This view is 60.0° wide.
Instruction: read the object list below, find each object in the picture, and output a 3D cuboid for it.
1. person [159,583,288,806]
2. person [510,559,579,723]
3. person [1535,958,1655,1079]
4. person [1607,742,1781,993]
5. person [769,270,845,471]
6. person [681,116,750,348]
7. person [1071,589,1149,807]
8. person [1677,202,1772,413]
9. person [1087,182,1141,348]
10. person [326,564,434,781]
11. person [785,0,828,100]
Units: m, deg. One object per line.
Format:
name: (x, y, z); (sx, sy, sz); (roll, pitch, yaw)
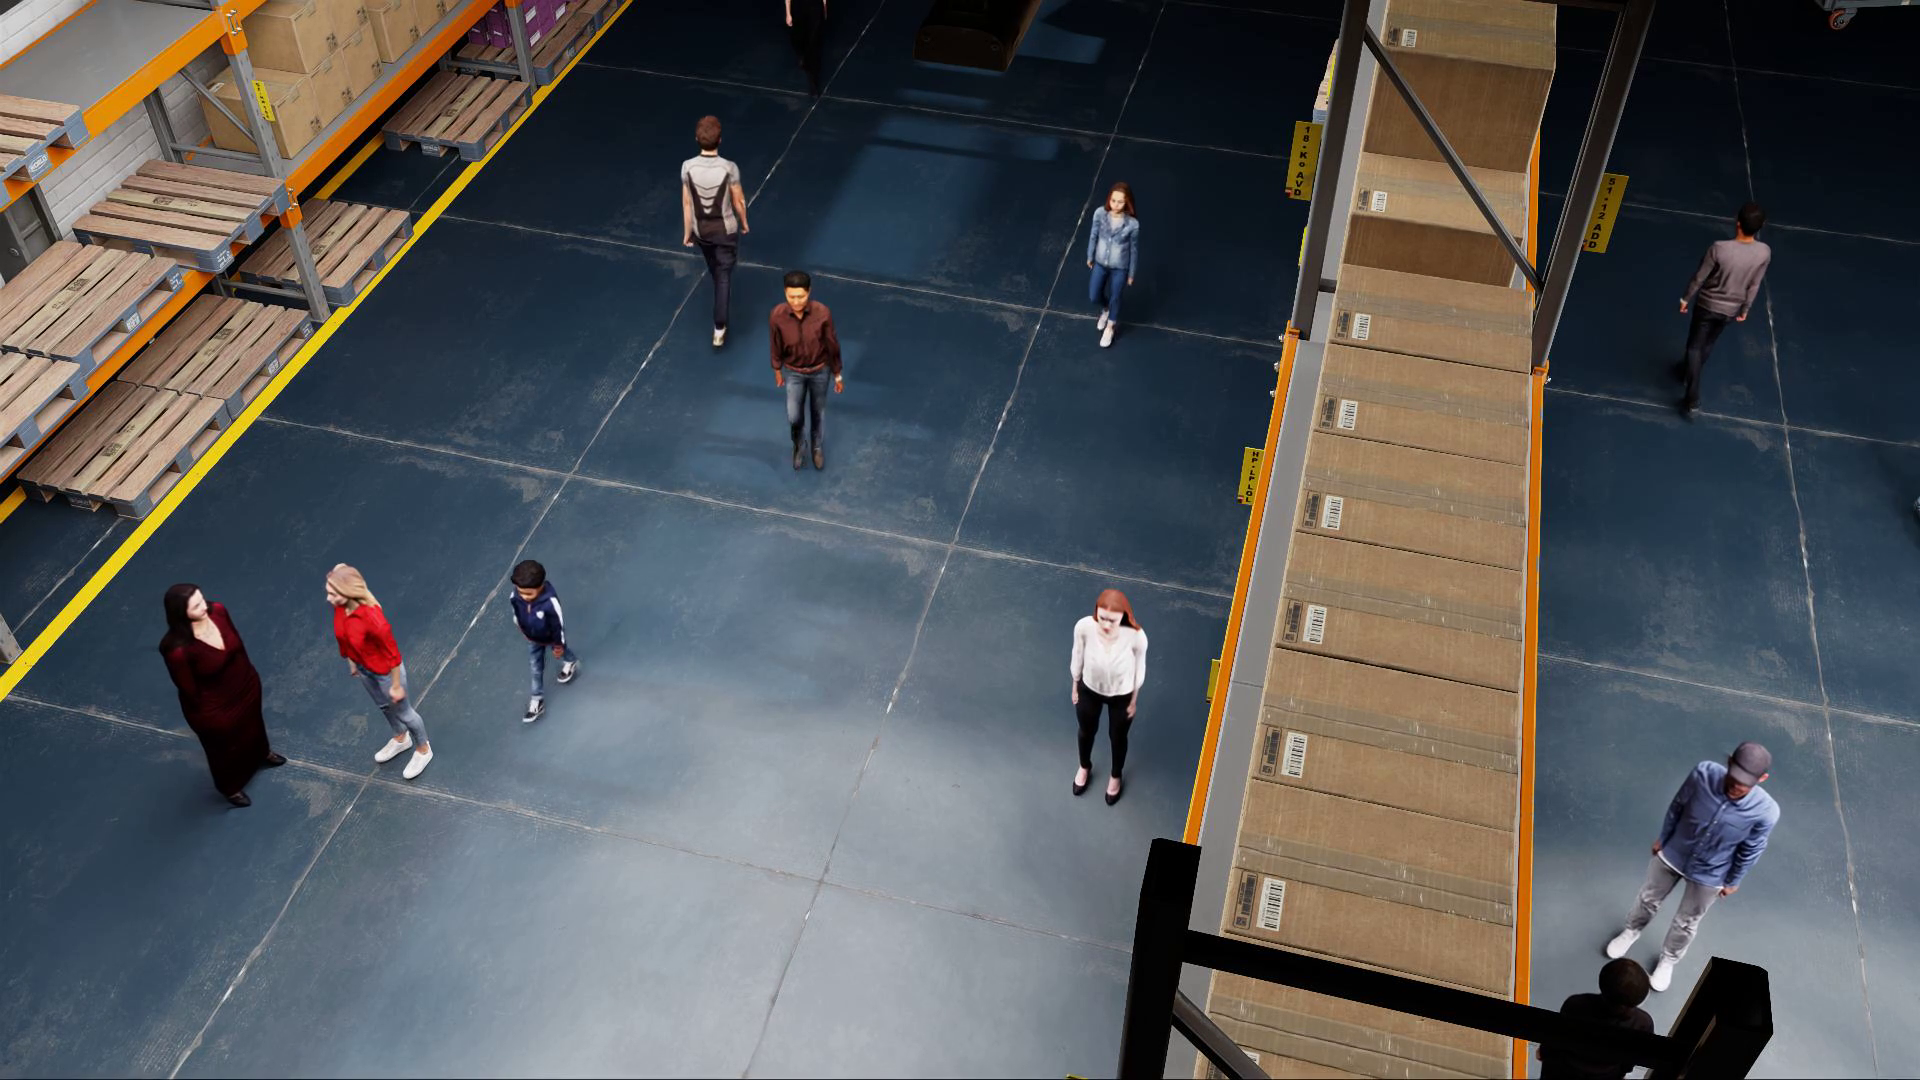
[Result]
person: (-4.417, 0.896, 9.871); (0.737, 1.754, 0.599); (12, 45, 13)
person: (-2.631, 0.549, 10.647); (0.512, 1.187, 0.830); (12, 45, 12)
person: (3.068, 2.565, 8.176); (0.594, 1.675, 0.510); (11, 45, 11)
person: (3.958, 1.702, 8.929); (0.744, 1.886, 0.755); (34, 53, 30)
person: (-1.117, -1.287, 12.153); (0.749, 1.768, 0.733); (-6, 44, -6)
person: (-1.953, -2.405, 13.284); (0.836, 1.826, 1.285); (2, 44, 2)
person: (0.872, 0.917, 9.846); (0.580, 1.758, 0.478); (10, 45, 11)
person: (5.757, -1.737, 12.640); (0.770, 1.748, 1.012); (5, 44, 5)
person: (1.251, -2.260, 13.390); (0.632, 1.470, 0.630); (18, 47, 18)
person: (-3.507, 0.774, 10.035); (0.675, 1.704, 0.616); (24, 49, 23)
person: (-1.531, -5.242, 16.371); (0.856, 1.676, 1.055); (-9, 44, -9)
